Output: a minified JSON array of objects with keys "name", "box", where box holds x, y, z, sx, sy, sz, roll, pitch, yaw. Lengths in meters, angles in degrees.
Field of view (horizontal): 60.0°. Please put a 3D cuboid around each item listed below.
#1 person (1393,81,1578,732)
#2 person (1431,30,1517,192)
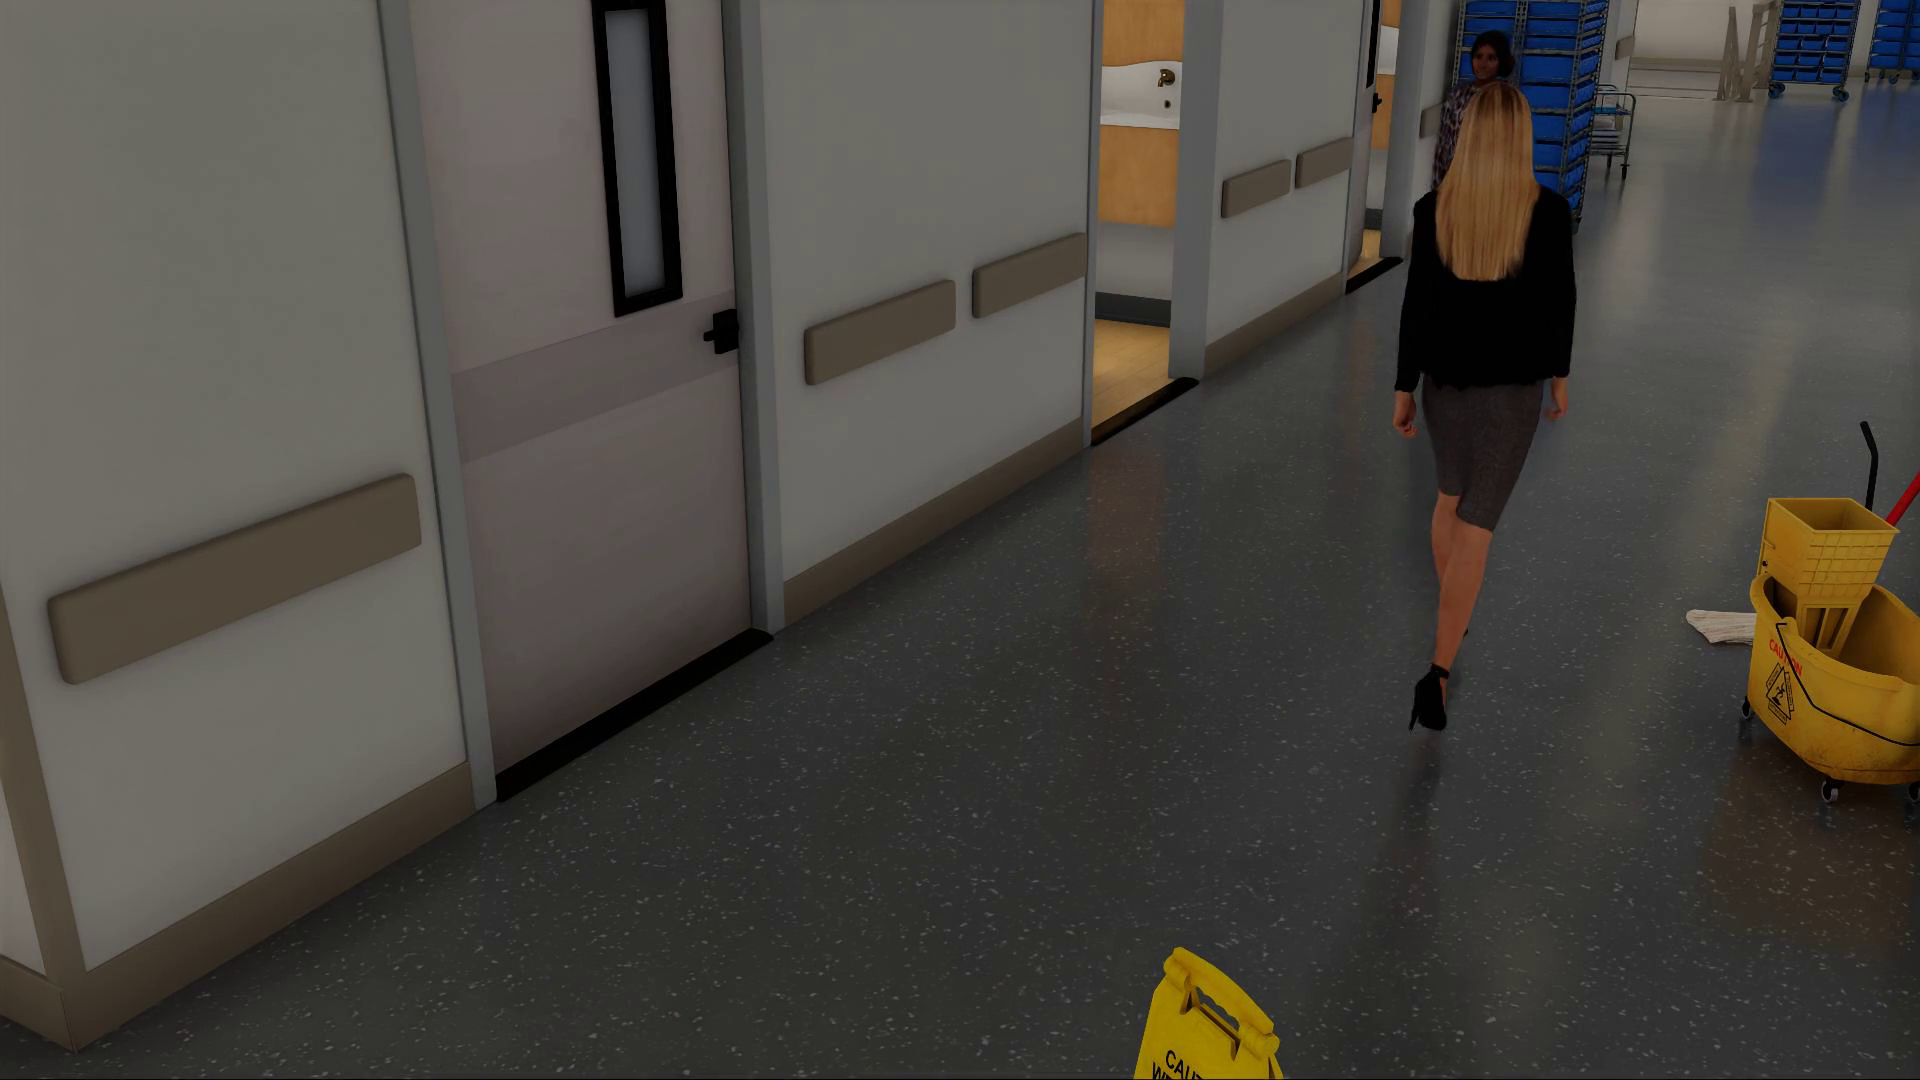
[{"name":"person","box":[1.454,-0.314,4.699,0.617,1.797,1.152,11,23,26]},{"name":"person","box":[2.666,-1.754,8.629,0.643,1.707,0.677,16,26,36]}]
